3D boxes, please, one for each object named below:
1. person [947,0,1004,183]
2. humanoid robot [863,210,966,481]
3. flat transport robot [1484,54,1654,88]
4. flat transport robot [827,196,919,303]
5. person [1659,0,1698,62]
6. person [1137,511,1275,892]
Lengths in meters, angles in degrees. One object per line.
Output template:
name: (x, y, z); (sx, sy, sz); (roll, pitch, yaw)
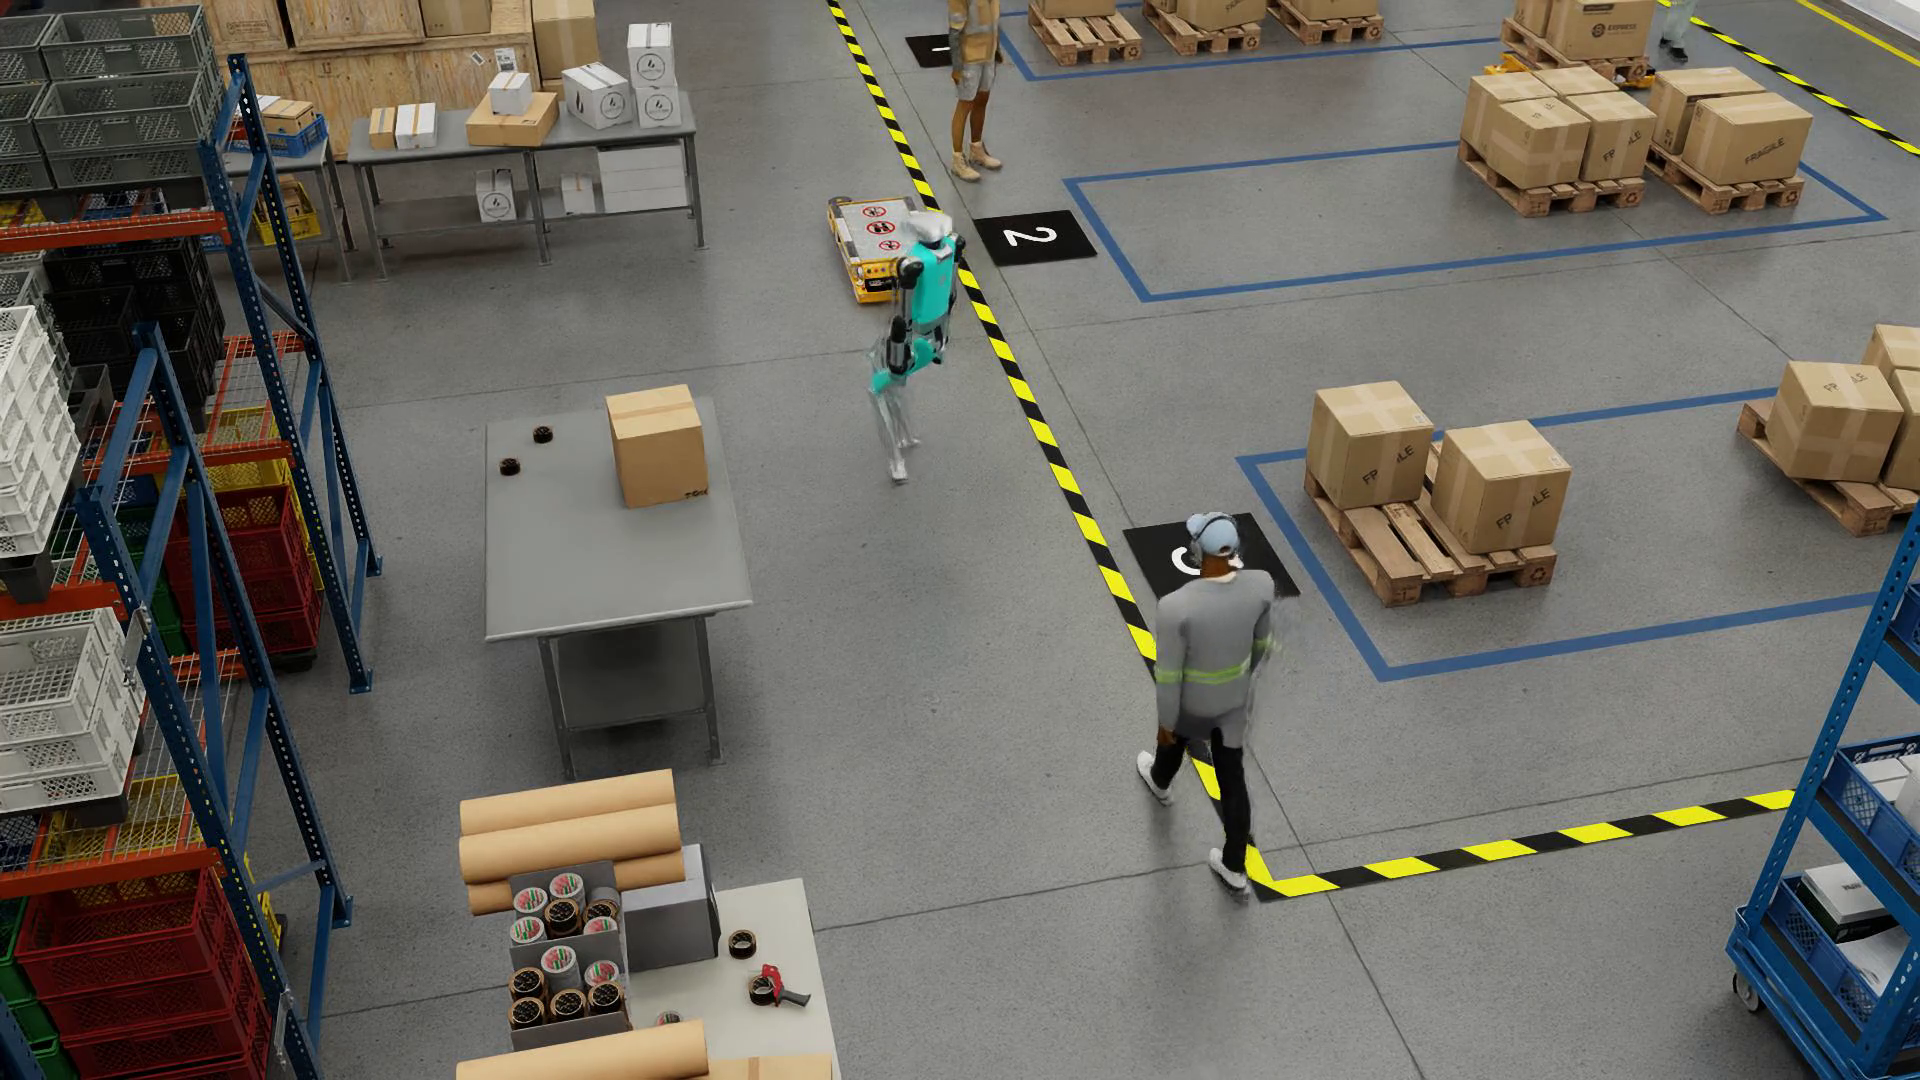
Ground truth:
person: (0.156, -3.893, 13.302); (0.389, 2.040, 0.613); (25, 43, 29)
humanoid robot: (-0.380, -1.179, 9.905); (0.780, 1.769, 0.539); (24, 43, 28)
flat transport robot: (5.668, -4.356, 15.386); (1.431, 0.197, 0.652); (-8, 37, -10)
flat transport robot: (-0.570, -2.220, 12.538); (0.659, 0.231, 1.431); (-8, 37, -10)
person: (6.955, -5.441, 15.608); (0.407, 1.787, 0.729); (-1, 37, -1)
person: (1.115, 0.673, 7.370); (0.598, 1.794, 0.980); (-11, 38, -15)
